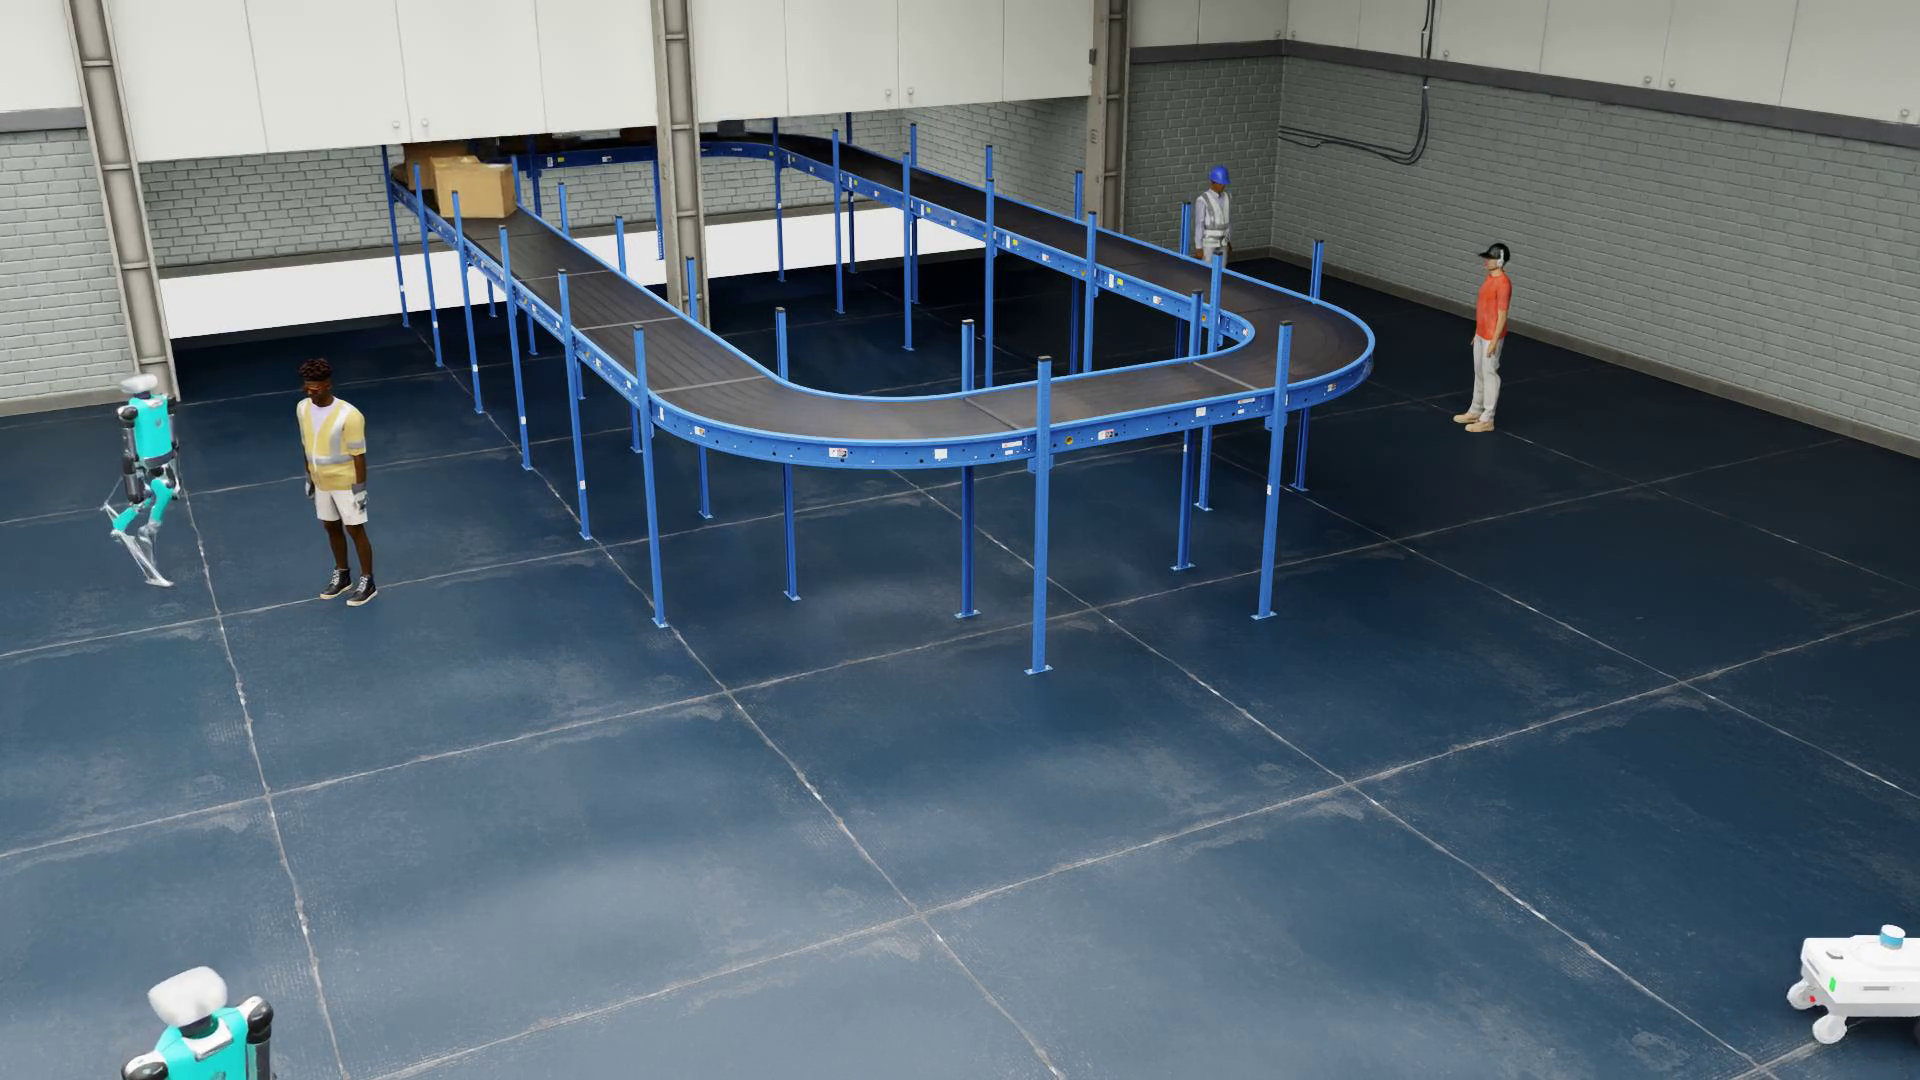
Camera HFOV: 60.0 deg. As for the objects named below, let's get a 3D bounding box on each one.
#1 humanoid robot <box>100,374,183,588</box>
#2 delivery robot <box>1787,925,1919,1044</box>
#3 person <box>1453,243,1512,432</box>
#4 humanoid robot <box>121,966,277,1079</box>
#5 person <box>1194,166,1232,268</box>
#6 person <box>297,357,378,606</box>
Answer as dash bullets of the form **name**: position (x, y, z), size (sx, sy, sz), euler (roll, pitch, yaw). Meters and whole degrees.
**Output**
- **humanoid robot**: position (-6.456, -0.386, 13.025), size (0.739, 1.898, 0.553), euler (7, 23, 17)
- **delivery robot**: position (4.543, 2.170, 8.148), size (0.784, 0.608, 0.499), euler (0, 22, 0)
- **person**: position (5.292, -2.038, 16.726), size (0.383, 1.913, 0.476), euler (-2, 22, -5)
- **humanoid robot**: position (-2.885, 2.297, 6.241), size (1.014, 1.723, 0.539), euler (16, 27, 34)
- **person**: position (3.184, -3.733, 20.884), size (0.621, 1.935, 0.410), euler (-17, 28, -36)
- **person**: position (-4.786, -0.456, 12.755), size (0.602, 1.958, 0.377), euler (10, 24, 23)
